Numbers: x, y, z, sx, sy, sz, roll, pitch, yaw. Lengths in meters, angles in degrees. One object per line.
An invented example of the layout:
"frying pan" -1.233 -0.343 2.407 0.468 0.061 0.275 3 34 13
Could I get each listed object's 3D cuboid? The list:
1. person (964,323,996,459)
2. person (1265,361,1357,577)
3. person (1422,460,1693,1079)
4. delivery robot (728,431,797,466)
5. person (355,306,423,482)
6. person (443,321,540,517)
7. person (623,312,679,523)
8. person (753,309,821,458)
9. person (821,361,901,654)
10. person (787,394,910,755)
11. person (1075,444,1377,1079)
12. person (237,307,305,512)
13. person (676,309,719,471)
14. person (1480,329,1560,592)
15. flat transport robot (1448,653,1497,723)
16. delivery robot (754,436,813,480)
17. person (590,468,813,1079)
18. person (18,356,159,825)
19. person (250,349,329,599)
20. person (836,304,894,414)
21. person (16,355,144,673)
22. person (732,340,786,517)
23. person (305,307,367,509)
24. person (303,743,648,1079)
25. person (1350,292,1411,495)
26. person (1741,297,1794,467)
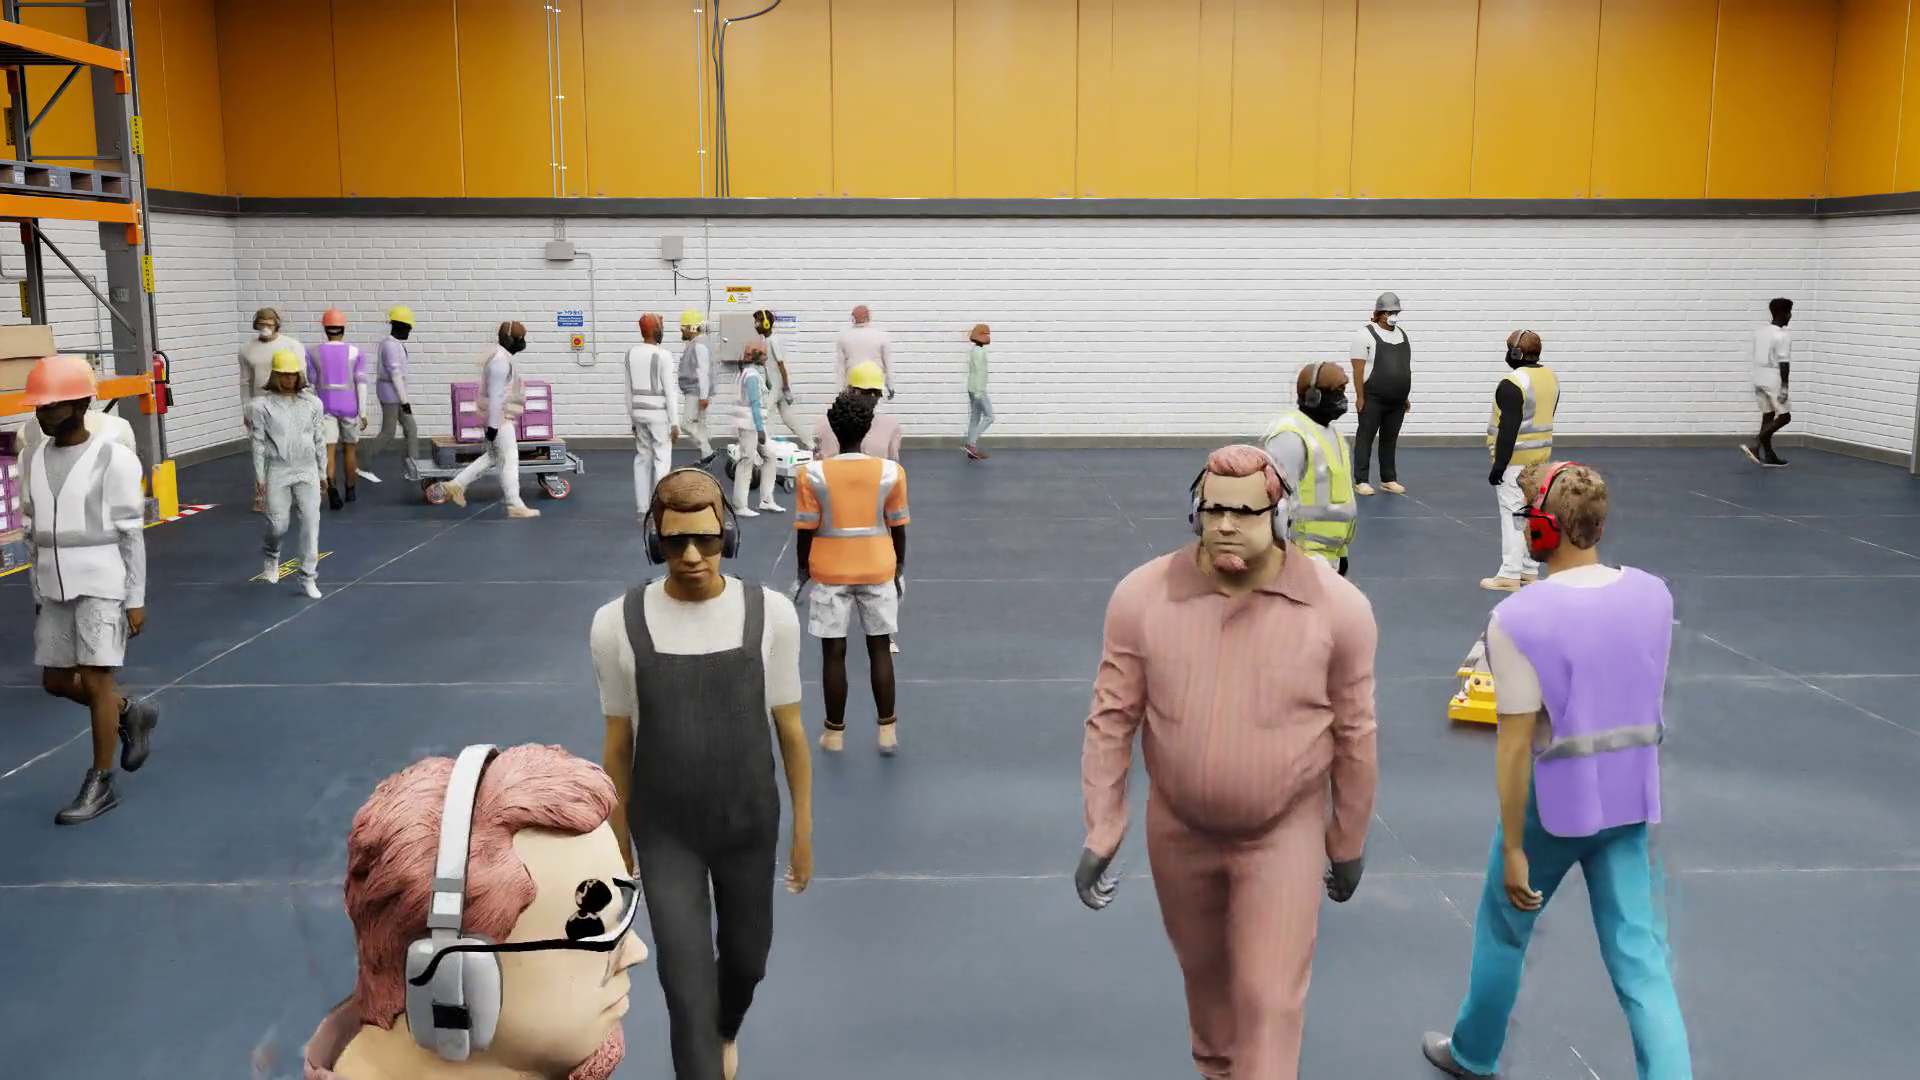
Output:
"person" 0.243 -1.751 19.737 0.355 1.618 0.499 -2 9 -9
"person" 1.697 0.057 8.005 0.451 1.829 0.656 6 11 32
"person" 1.572 0.695 4.224 0.576 1.797 0.993 -3 10 -17
"delivery robot" -2.080 -0.910 17.549 0.707 0.478 0.477 -3 10 -17
"person" -6.053 -1.536 17.622 0.824 1.883 0.596 -1 9 -5
"person" -4.279 -1.086 15.097 0.771 1.810 0.649 -2 10 -13
"person" -2.725 -1.075 14.788 0.579 1.881 0.345 6 11 33
"person" -2.062 -1.759 19.230 0.958 1.818 0.562 -2 9 -12
"person" -0.613 -0.226 10.099 0.524 1.731 0.899 -3 10 -18
"person" -0.518 0.170 7.736 0.580 1.695 0.322 -2 10 -13
"person" 0.618 0.707 3.928 0.661 1.861 0.973 4 10 21
"person" -6.411 -1.213 15.524 0.639 1.915 0.491 0 9 1
"person" -2.944 -1.646 18.485 0.420 1.819 0.590 -2 9 -12
"person" 3.937 -0.558 11.744 0.621 1.845 0.429 -8 12 -42
"flat transport robot" 3.009 0.715 8.740 0.652 0.197 1.431 4 10 24
"delivery robot" -1.826 -0.822 17.009 0.707 0.478 0.477 9 13 43
"person" -0.639 0.699 4.153 0.522 1.816 0.874 -2 9 -13
"person" -3.627 0.183 6.973 0.554 1.920 0.653 2 9 11
"person" -4.642 -0.464 11.526 0.488 1.731 0.531 -7 11 -36
"person" -1.103 -1.796 19.282 0.649 1.863 0.887 3 10 18
"person" -4.747 -0.089 8.995 0.602 1.811 0.752 -3 10 -17
"person" -1.815 -1.013 15.207 0.634 1.610 0.553 -1 9 -7
"person" -5.949 -1.259 15.869 0.556 1.910 0.888 -3 10 -15
"person" -0.458 1.097 1.471 0.686 1.886 0.646 -2 9 -10
"person" 4.286 -1.472 16.740 0.672 2.000 0.536 -4 10 -23
"person" 9.225 -1.785 18.922 0.604 1.951 0.635 -1 9 -8
